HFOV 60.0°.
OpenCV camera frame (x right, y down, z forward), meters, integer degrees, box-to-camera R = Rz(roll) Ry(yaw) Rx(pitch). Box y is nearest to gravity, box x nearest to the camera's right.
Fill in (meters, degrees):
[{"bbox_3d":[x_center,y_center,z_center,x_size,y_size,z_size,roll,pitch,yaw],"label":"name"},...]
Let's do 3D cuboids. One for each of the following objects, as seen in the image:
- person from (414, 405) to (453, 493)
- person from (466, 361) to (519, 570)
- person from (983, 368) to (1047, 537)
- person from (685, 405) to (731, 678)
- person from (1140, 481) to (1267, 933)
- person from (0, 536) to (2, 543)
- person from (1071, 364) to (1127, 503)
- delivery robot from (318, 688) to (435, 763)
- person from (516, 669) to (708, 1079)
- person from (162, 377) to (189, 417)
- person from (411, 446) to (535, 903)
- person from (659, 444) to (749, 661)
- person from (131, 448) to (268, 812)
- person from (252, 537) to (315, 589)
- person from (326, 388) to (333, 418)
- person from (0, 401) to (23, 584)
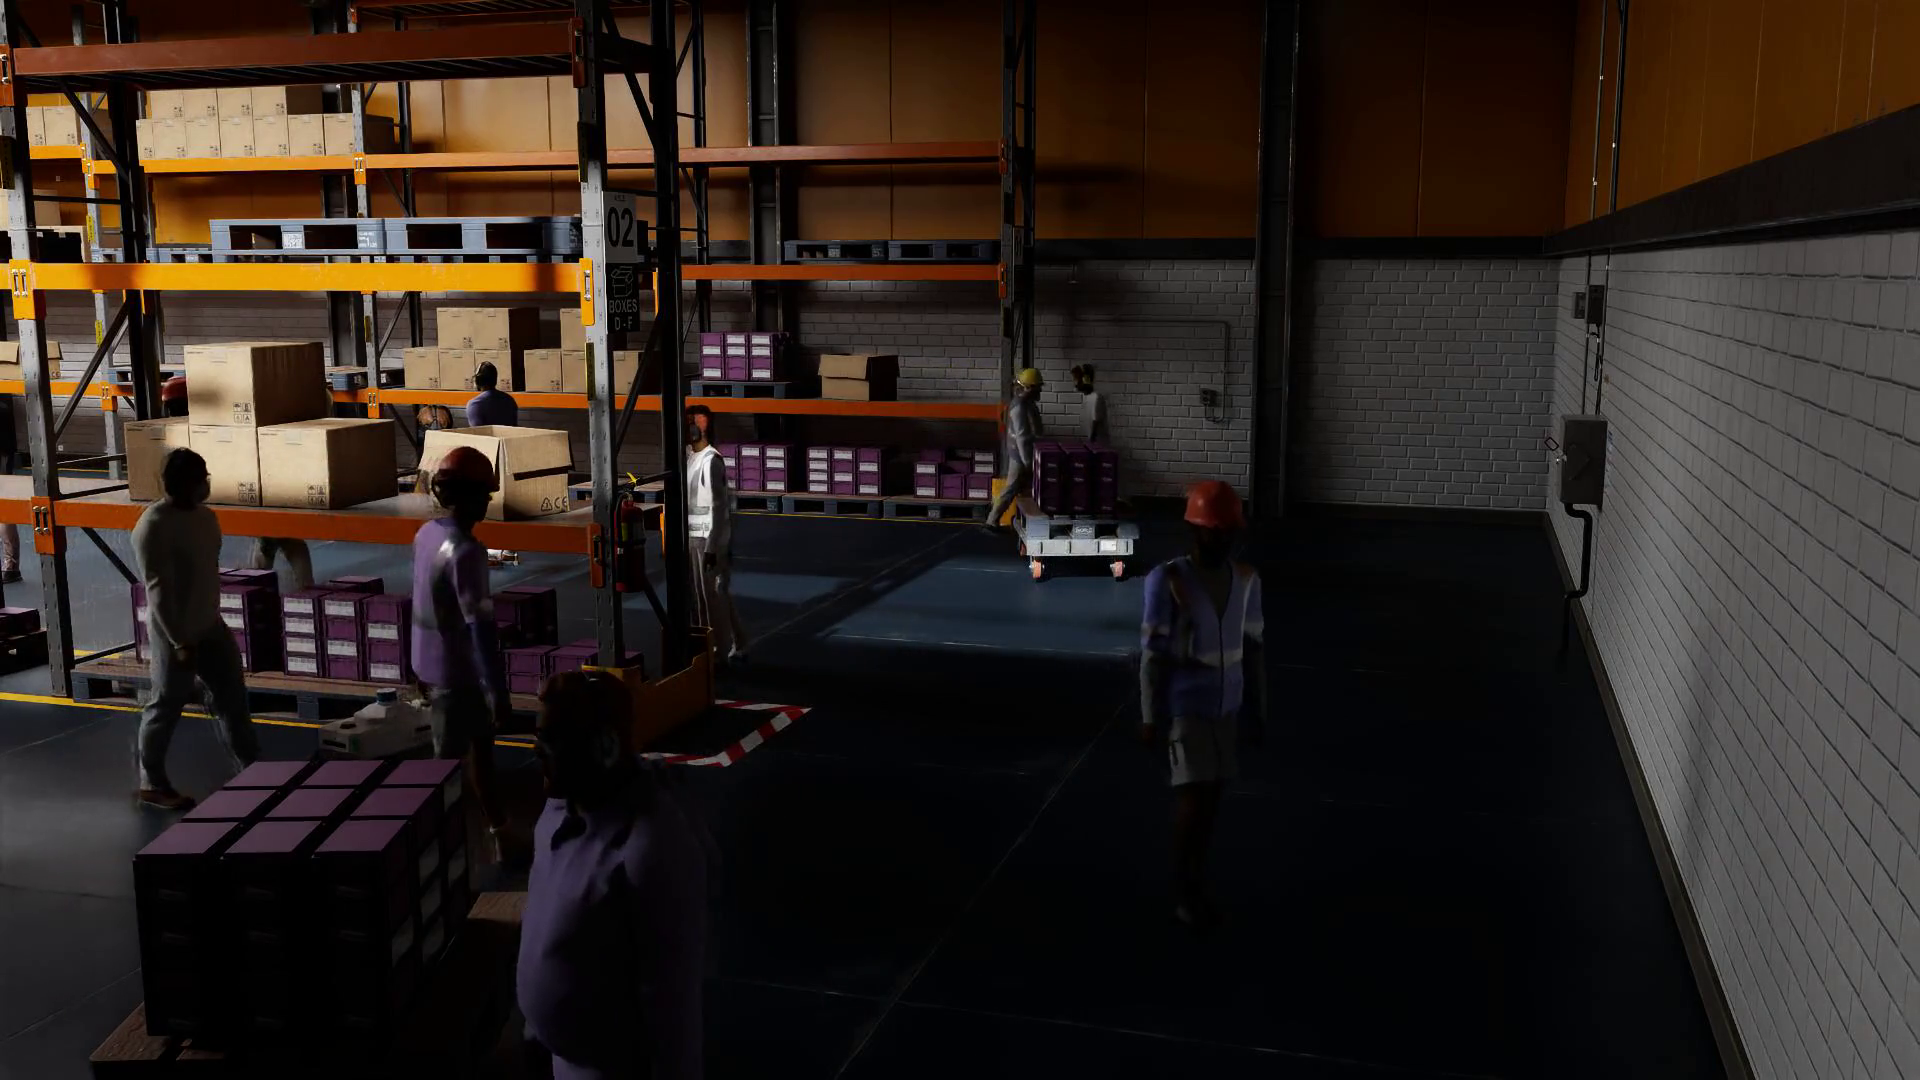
[{"bbox_3d":[-3.701,-0.054,11.939,0.429,1.837,0.621,-3,10,-15],"label":"person"},{"bbox_3d":[-4.354,-0.690,15.492,0.352,1.937,0.635,4,10,23],"label":"person"},{"bbox_3d":[0.673,-0.895,17.236,0.936,1.777,0.603,3,10,18],"label":"person"},{"bbox_3d":[-1.752,0.011,11.393,0.360,1.882,0.575,-3,10,-20],"label":"person"},{"bbox_3d":[1.062,0.710,6.992,0.569,1.924,0.496,-5,10,-26],"label":"person"},{"bbox_3d":[-9.873,-0.902,16.864,0.499,1.909,0.597,-1,9,-4],"label":"person"},{"bbox_3d":[1.404,-0.921,17.312,0.969,1.807,0.498,-3,10,-18],"label":"person"},{"bbox_3d":[-3.053,1.035,8.900,0.477,0.478,0.707,6,11,31],"label":"delivery robot"},{"bbox_3d":[-0.860,1.229,3.964,0.433,1.893,0.652,-5,11,-28],"label":"person"},{"bbox_3d":[-6.216,-0.344,13.393,0.364,1.935,0.548,-8,12,-39],"label":"person"},{"bbox_3d":[-2.153,0.589,7.508,0.809,1.995,0.707,-6,11,-32],"label":"person"},{"bbox_3d":[-1.811,0.096,11.728,0.514,1.605,0.548,7,11,35],"label":"person"},{"bbox_3d":[-3.886,0.479,8.511,0.877,1.900,0.646,2,9,10],"label":"person"},{"bbox_3d":[-5.158,-0.040,12.585,0.883,1.593,0.532,4,10,23],"label":"person"},{"bbox_3d":[-6.754,-0.933,17.269,0.429,1.842,0.635,2,9,9],"label":"person"},{"bbox_3d":[-8.641,-0.601,14.777,0.608,1.995,0.376,5,11,27],"label":"person"}]
